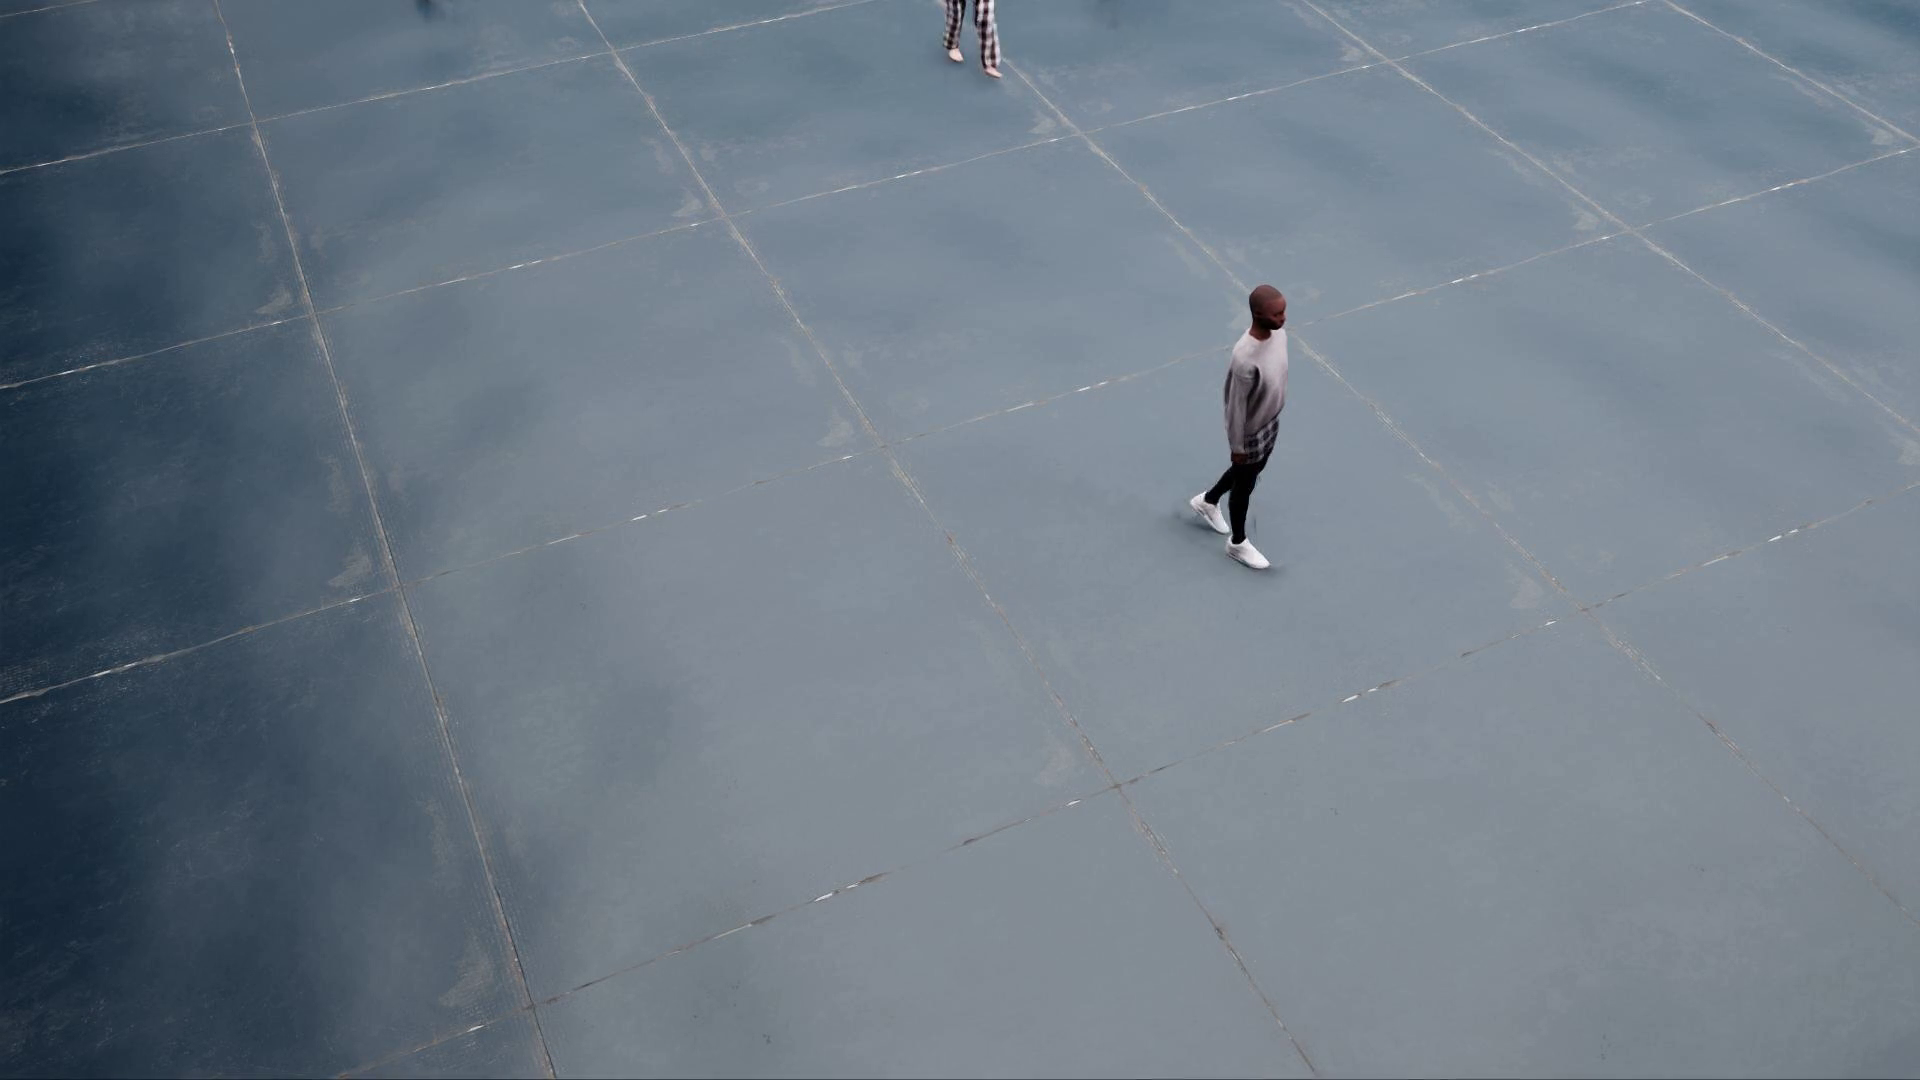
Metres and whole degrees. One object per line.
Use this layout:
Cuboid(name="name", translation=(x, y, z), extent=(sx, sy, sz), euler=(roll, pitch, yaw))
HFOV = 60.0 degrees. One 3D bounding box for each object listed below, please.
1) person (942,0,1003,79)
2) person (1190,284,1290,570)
Cuboid(name="person", translation=(0.023, -4.762, 13.651), extent=(0.678, 1.812, 1.102), euler=(-14, 44, -15))
Cuboid(name="person", translation=(1.563, -0.669, 9.165), extent=(0.954, 1.785, 0.833), euler=(27, 49, 27))
